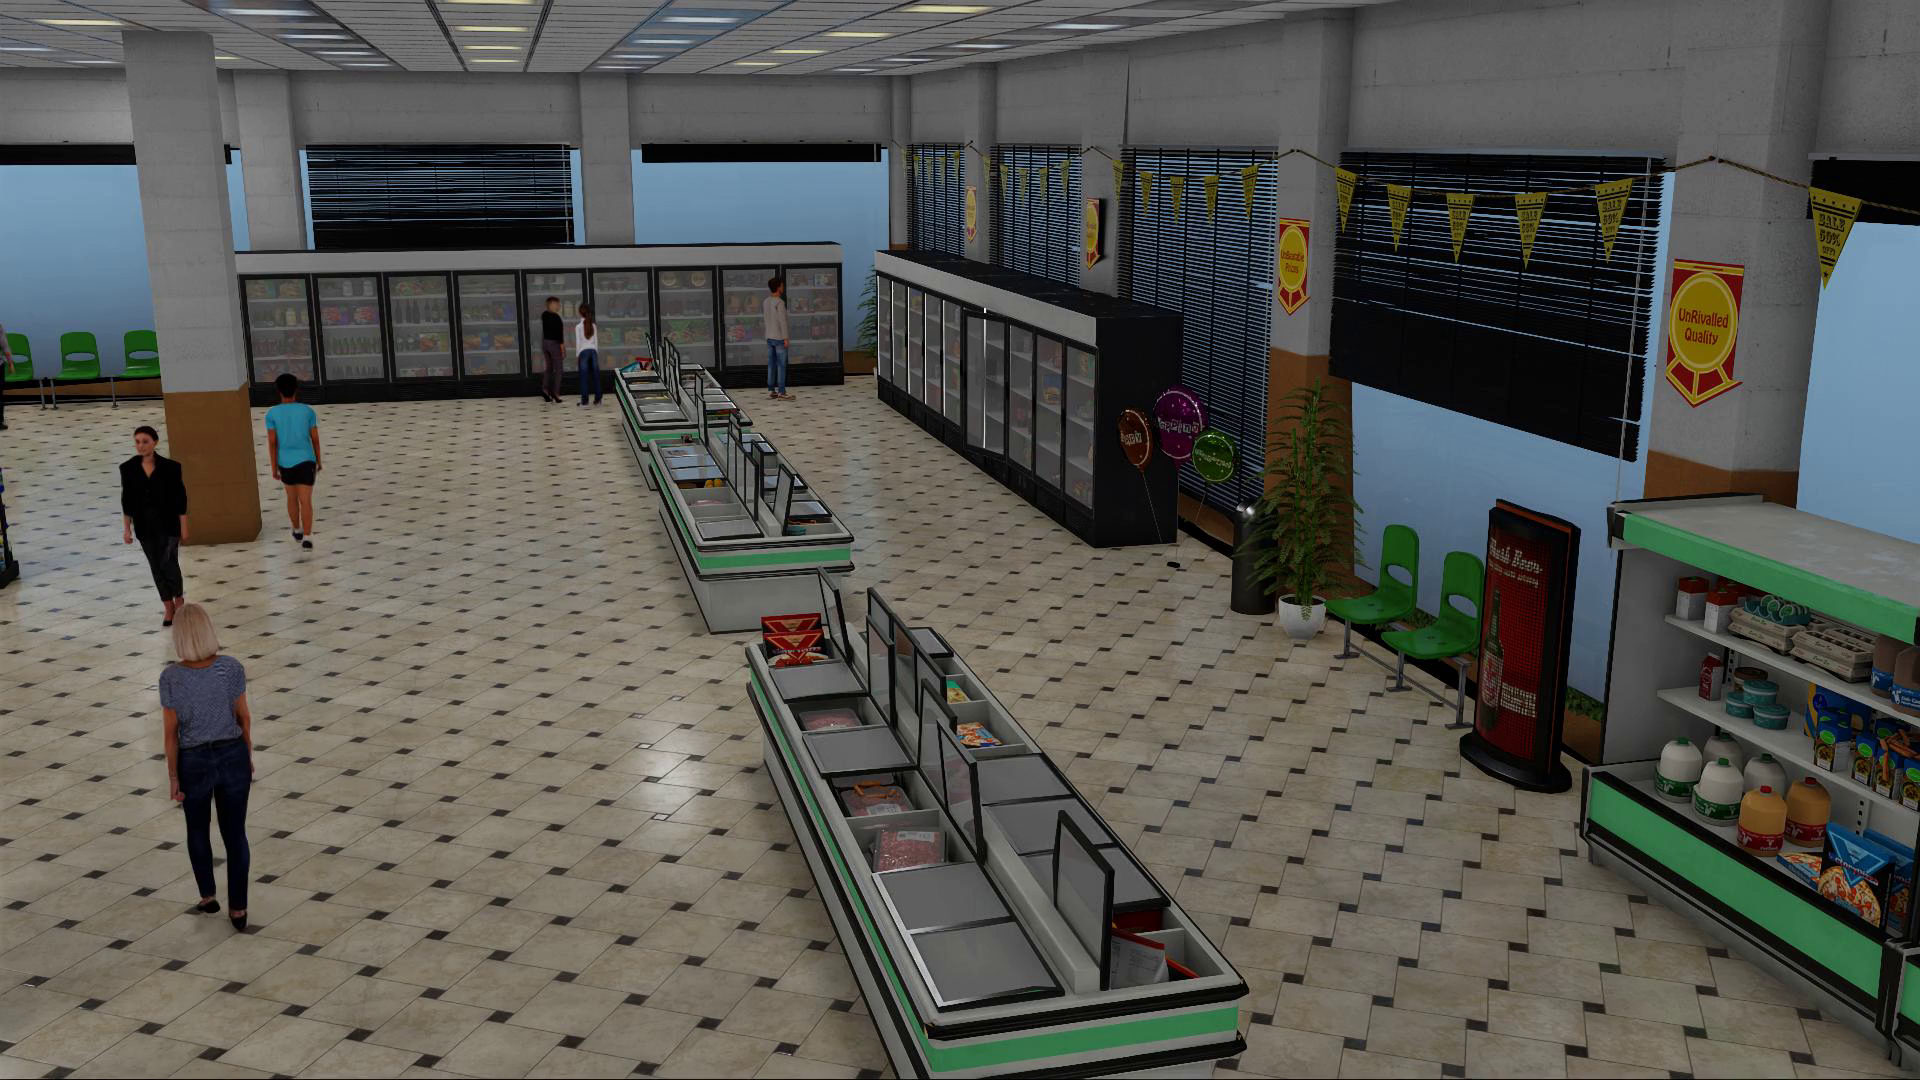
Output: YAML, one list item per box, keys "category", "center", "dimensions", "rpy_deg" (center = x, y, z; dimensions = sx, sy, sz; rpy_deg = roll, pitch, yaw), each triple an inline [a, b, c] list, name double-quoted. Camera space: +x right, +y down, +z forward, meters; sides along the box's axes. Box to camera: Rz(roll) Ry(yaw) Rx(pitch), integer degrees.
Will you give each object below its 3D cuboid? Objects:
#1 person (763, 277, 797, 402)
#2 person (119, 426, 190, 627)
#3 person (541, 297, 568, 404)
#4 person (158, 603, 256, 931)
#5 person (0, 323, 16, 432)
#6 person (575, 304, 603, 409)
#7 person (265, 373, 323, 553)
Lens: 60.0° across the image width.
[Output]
- category: "person"
  center: [-2.849, -3.136, 25.878]
  dimensions: [0.812, 1.905, 0.686]
  rpy_deg: [-12, 18, -41]
- category: "person"
  center: [-6.675, -0.128, 13.899]
  dimensions: [0.688, 1.705, 0.674]
  rpy_deg: [-1, 14, -4]
- category: "person"
  center: [-6.246, -2.875, 25.356]
  dimensions: [0.679, 1.643, 0.770]
  rpy_deg: [8, 16, 29]
- category: "person"
  center: [-3.785, 1.191, 8.476]
  dimensions: [0.628, 1.698, 0.682]
  rpy_deg: [-7, 15, -25]
- category: "person"
  center: [-13.457, -2.396, 22.992]
  dimensions: [0.722, 1.828, 0.702]
  rpy_deg: [-2, 14, -7]
- category: "person"
  center: [-5.653, -2.798, 25.219]
  dimensions: [0.608, 1.558, 0.624]
  rpy_deg: [-11, 18, -39]
- category: "person"
  center: [-6.452, -0.702, 16.218]
  dimensions: [0.700, 1.727, 1.196]
  rpy_deg: [-5, 15, -20]
